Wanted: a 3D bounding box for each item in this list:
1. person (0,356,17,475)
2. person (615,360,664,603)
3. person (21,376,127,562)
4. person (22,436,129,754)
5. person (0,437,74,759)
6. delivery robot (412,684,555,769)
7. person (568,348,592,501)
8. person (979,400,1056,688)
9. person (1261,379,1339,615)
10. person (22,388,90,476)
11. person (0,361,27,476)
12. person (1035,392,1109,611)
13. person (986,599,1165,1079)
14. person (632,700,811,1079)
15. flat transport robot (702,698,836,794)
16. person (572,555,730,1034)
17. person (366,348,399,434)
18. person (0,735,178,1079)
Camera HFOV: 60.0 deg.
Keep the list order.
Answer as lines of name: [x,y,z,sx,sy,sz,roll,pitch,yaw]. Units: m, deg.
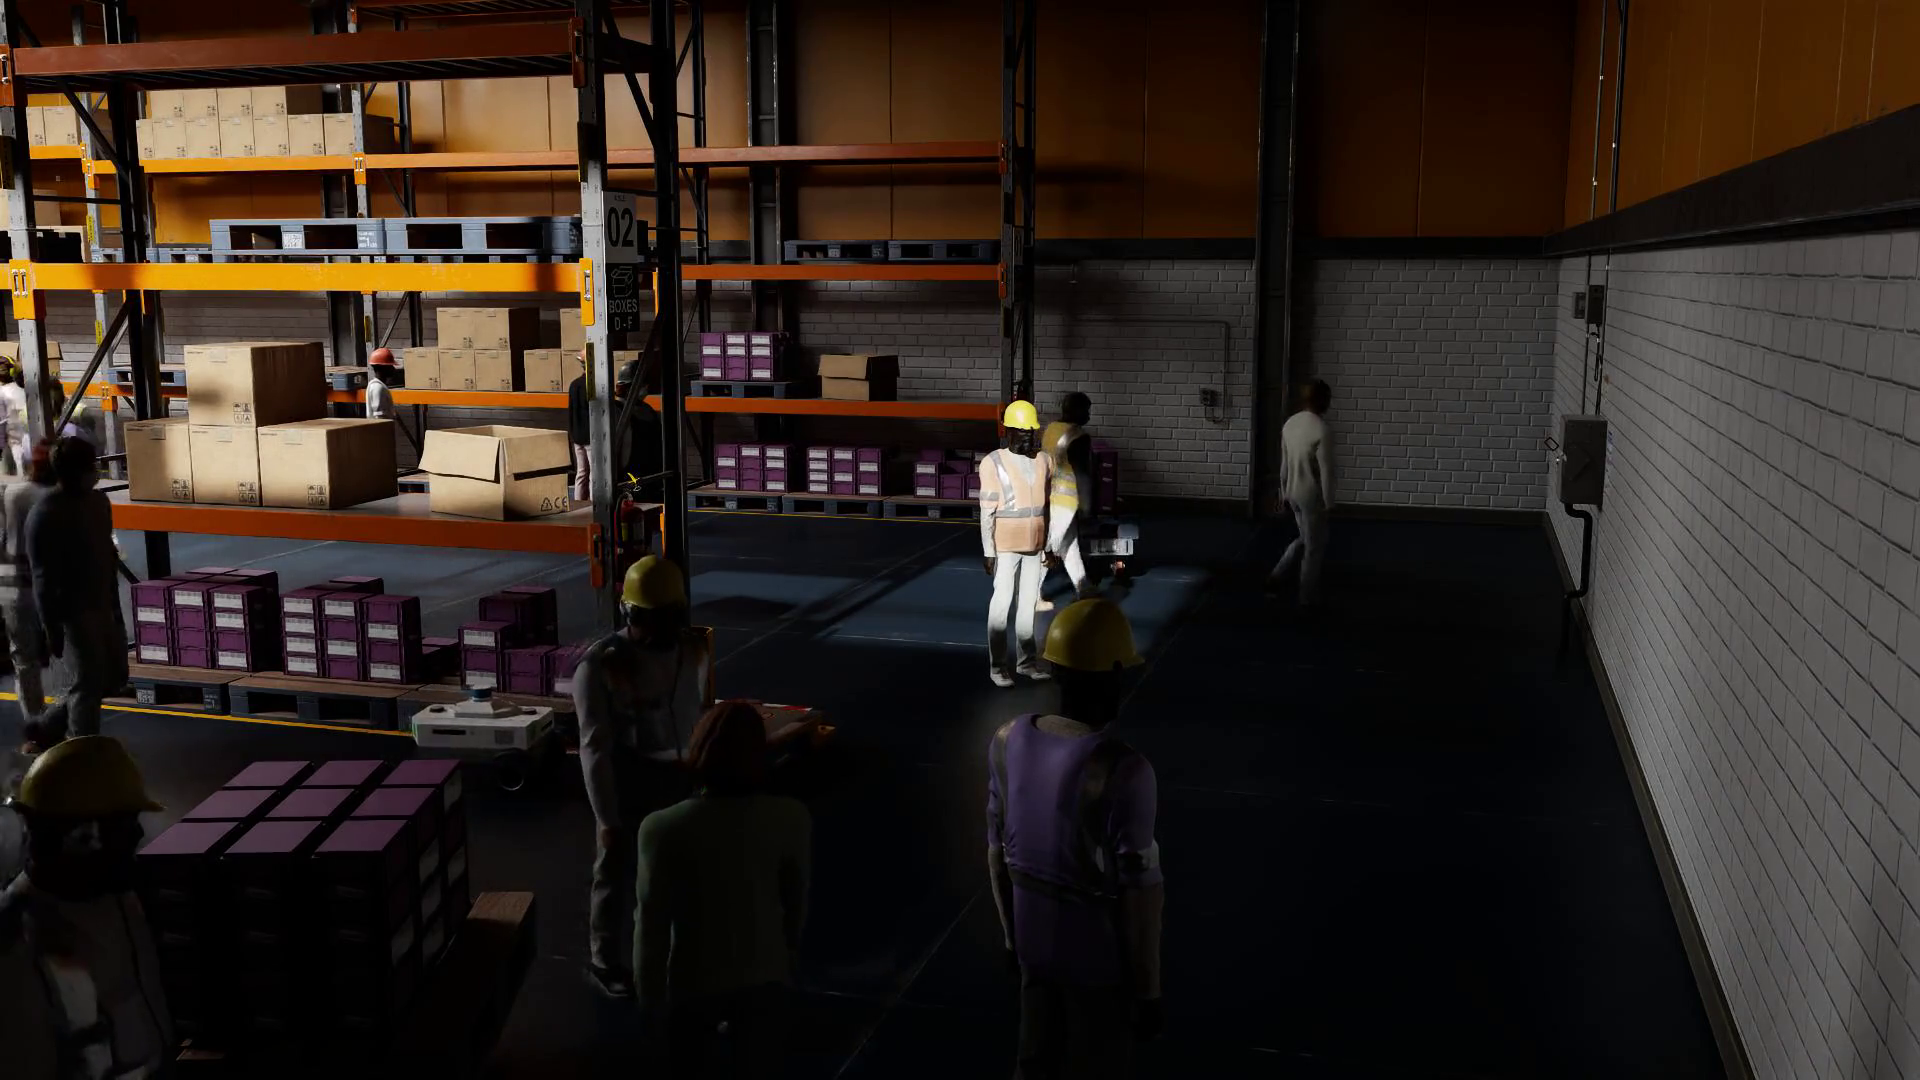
person: [-10.235,-1.061,17.981,0.513,1.865,0.329,-1,9,-8]
person: [-2.701,-0.502,14.037,0.538,2.000,0.683,4,10,22]
person: [-8.270,-0.619,15.443,0.775,1.825,0.510,-2,9,-10]
person: [-4.775,0.396,8.911,0.595,1.927,0.640,0,9,3]
person: [-5.225,0.351,9.442,0.629,1.858,0.385,-4,10,-21]
delivery robot: [-2.570,1.024,8.970,0.707,0.478,0.477,1,9,6]
person: [-3.880,-1.055,17.558,0.612,1.990,0.392,9,13,43]
person: [0.400,0.022,11.190,0.593,1.926,0.366,-7,12,-36]
person: [2.790,-0.333,13.379,0.496,1.926,0.629,-3,10,-19]
person: [-6.994,-0.221,12.766,0.995,1.888,0.647,3,10,16]
person: [-9.930,-1.024,17.912,0.754,1.803,0.771,-8,13,-42]
person: [0.883,-0.311,13.667,0.923,1.787,0.632,-3,10,-19]
person: [0.330,1.109,4.560,0.367,1.927,0.590,-9,13,-43]
person: [-0.684,1.240,4.780,0.513,1.587,0.812,-2,10,-13]
flat transport robot: [-1.303,1.159,9.290,0.652,0.197,1.431,4,10,22]
person: [-1.115,0.928,6.131,0.592,1.772,0.968,-8,12,-40]
person: [-6.250,-1.112,18.065,0.377,1.938,0.547,-3,10,-20]
person: [-1.845,1.327,3.624,0.851,1.787,0.662,0,9,-2]
